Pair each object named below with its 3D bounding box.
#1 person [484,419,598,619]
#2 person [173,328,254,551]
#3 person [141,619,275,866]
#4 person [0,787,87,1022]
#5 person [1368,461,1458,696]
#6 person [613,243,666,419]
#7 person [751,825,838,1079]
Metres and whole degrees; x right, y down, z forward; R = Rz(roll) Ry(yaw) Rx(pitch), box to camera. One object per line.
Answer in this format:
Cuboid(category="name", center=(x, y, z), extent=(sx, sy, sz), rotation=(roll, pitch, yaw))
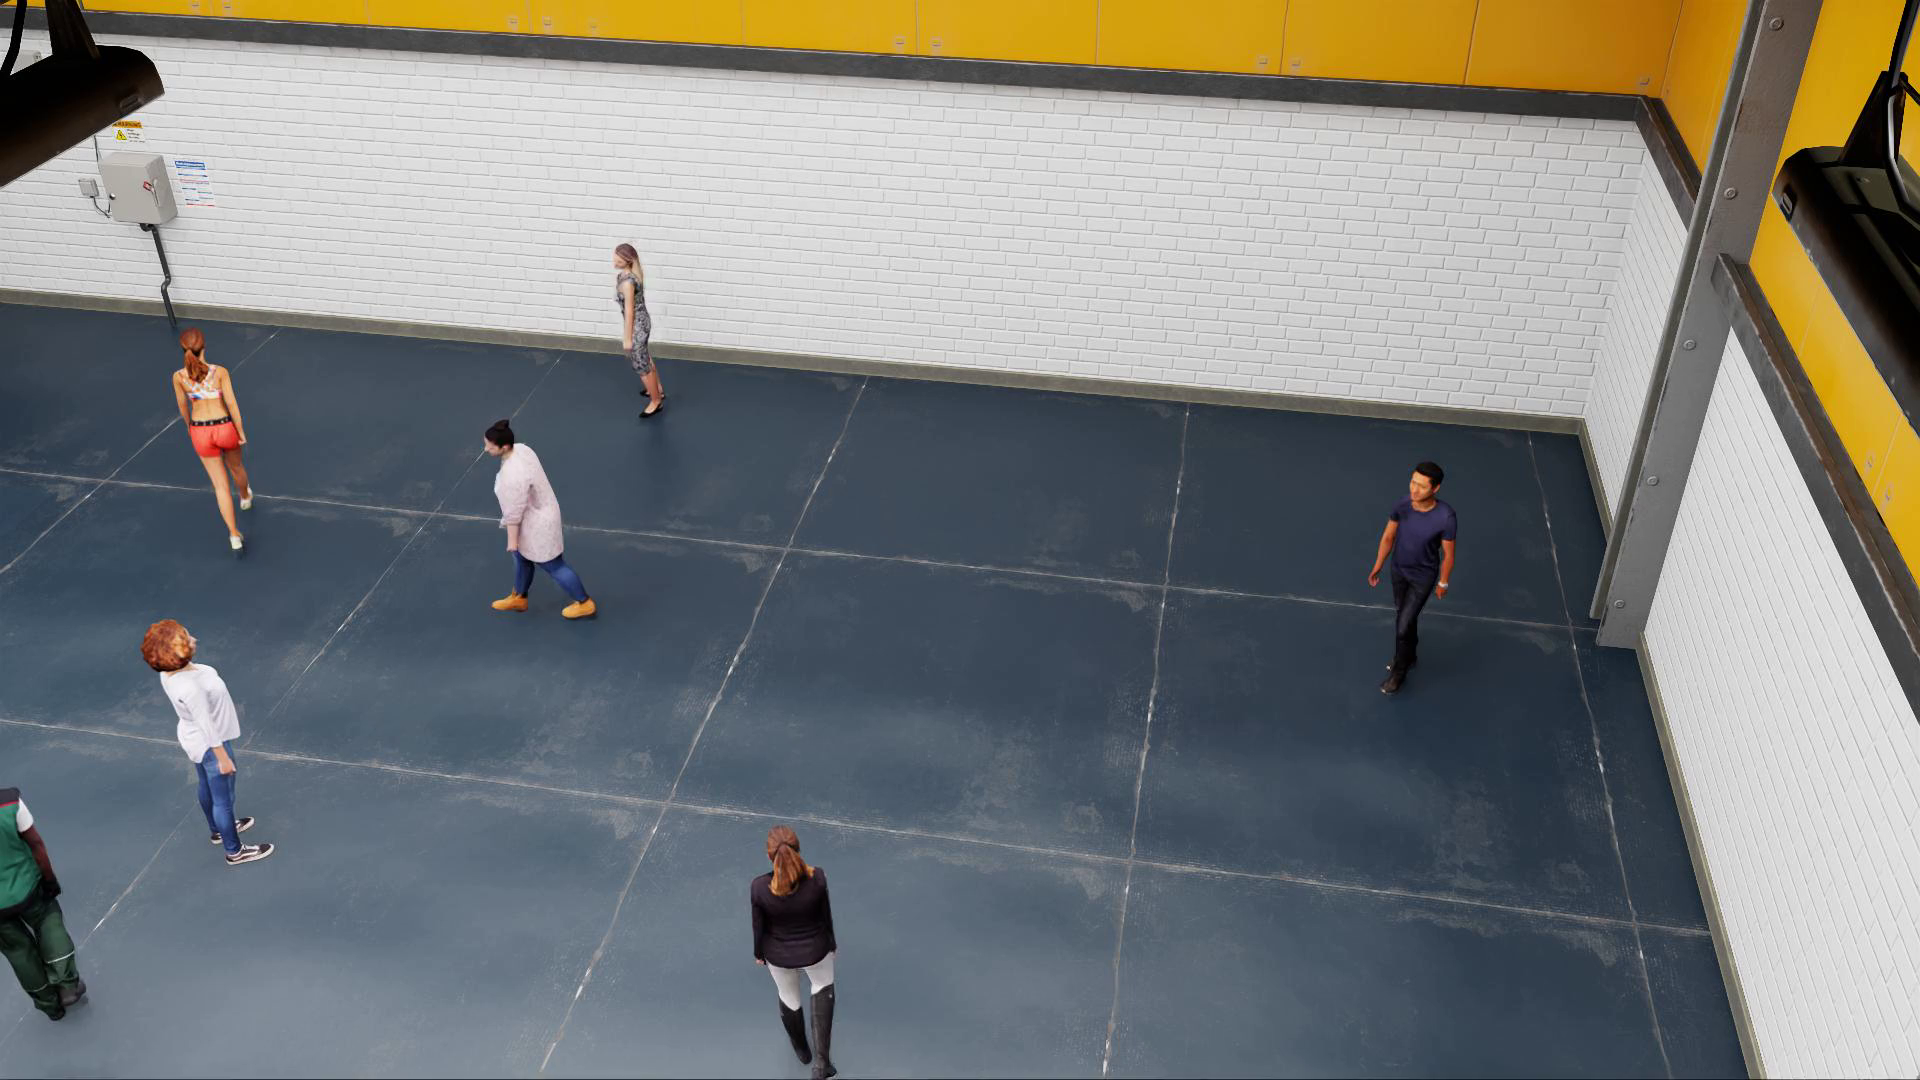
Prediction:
Cuboid(category="person", center=(-2.986, -0.141, 11.996), extent=(0.947, 1.701, 1.041), rotation=(-2, 34, -2))
Cuboid(category="person", center=(-5.771, -0.748, 12.871), extent=(0.979, 1.742, 1.206), rotation=(-12, 36, -18))
Cuboid(category="person", center=(-4.546, 1.197, 9.972), extent=(0.802, 1.713, 0.750), rotation=(-23, 40, -31))
Cuboid(category="person", center=(-5.047, 1.901, 8.808), extent=(0.821, 1.828, 0.883), rotation=(-22, 39, -29))
Cuboid(category="person", center=(3.177, 0.192, 11.430), extent=(0.921, 1.772, 0.857), rotation=(-23, 40, -30))
Cuboid(category="person", center=(-2.797, -1.846, 14.583), extent=(0.820, 1.676, 0.588), rotation=(4, 34, 5))
Cuboid(category="person", center=(-0.822, 2.171, 8.500), extent=(0.733, 1.721, 0.873), rotation=(-5, 34, -8))
